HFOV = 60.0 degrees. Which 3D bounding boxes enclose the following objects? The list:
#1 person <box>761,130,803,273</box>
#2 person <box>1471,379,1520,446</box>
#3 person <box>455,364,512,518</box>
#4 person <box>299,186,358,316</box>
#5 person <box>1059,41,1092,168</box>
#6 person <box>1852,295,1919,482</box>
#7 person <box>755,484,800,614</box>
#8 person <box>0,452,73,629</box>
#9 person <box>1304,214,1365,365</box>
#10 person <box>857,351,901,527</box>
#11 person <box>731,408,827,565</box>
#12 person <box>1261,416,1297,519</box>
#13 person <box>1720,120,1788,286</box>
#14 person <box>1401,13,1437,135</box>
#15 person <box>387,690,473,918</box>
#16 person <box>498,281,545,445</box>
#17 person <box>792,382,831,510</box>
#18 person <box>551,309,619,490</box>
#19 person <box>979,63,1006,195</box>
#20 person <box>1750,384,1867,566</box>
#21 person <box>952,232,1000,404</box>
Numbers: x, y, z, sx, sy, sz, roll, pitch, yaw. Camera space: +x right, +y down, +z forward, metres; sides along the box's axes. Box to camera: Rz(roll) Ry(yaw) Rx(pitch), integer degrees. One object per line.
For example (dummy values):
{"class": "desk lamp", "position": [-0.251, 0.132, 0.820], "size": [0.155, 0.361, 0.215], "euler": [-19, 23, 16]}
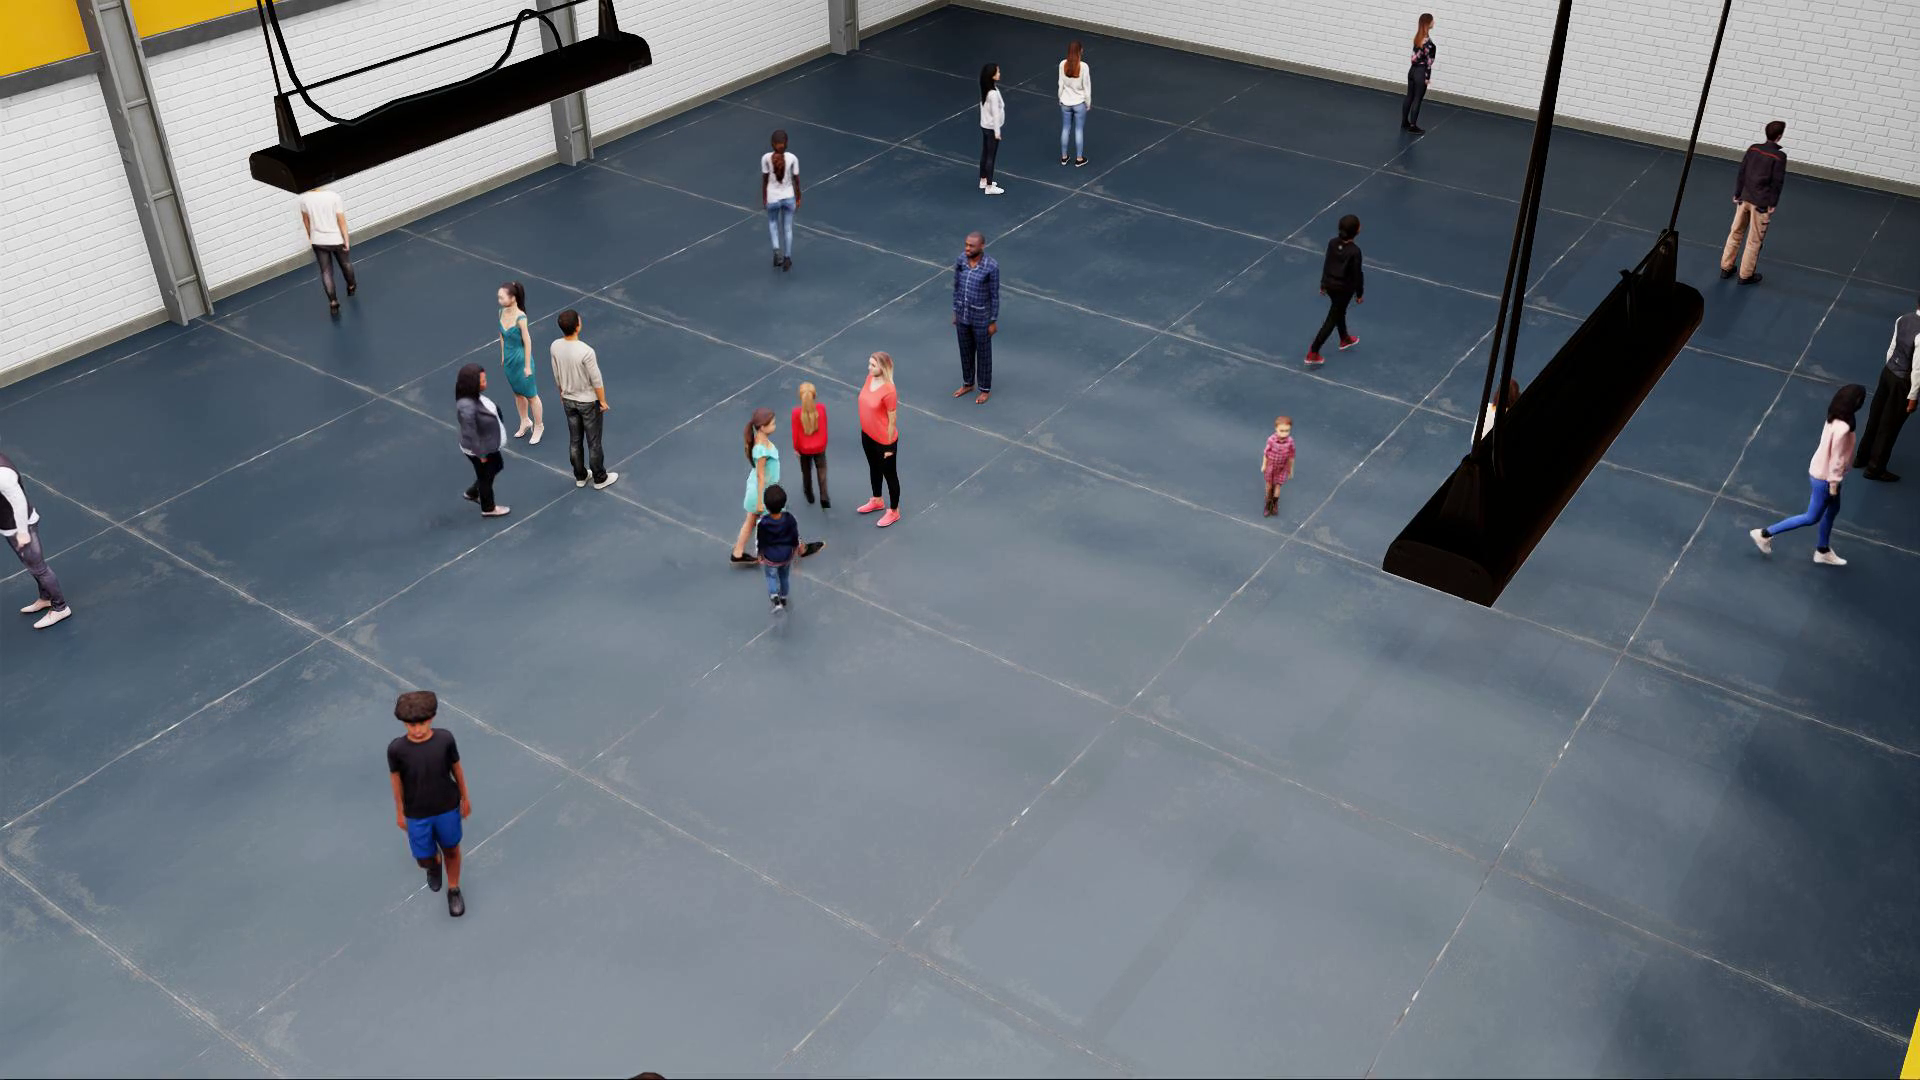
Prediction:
{"class": "person", "position": [-2.098, -3.949, 19.504], "size": [0.744, 1.715, 0.796], "euler": [-3, 34, -5]}
{"class": "person", "position": [4.677, -0.667, 14.596], "size": [0.614, 1.683, 0.535], "euler": [23, 40, 30]}
{"class": "person", "position": [-4.409, -0.874, 14.995], "size": [0.929, 1.586, 0.871], "euler": [-9, 35, -13]}
{"class": "person", "position": [-7.107, -3.346, 18.624], "size": [1.070, 1.685, 1.096], "euler": [-7, 34, -10]}
{"class": "person", "position": [1.543, -5.900, 22.461], "size": [0.648, 1.692, 0.594], "euler": [15, 36, 21]}
{"class": "person", "position": [8.818, -1.473, 15.596], "size": [0.838, 1.919, 0.743], "euler": [-1, 34, -2]}
{"class": "person", "position": [-1.518, 0.106, 13.857], "size": [0.697, 1.213, 0.754], "euler": [-7, 34, -11]}
{"class": "person", "position": [-7.736, -0.114, 13.639], "size": [0.663, 1.822, 0.742], "euler": [-26, 42, -34]}
{"class": "person", "position": [3.954, -2.601, 17.553], "size": [1.183, 1.631, 0.878], "euler": [-21, 39, -28]}
{"class": "person", "position": [-0.711, -0.934, 14.988], "size": [0.621, 1.694, 0.649], "euler": [-24, 40, -31]}
{"class": "person", "position": [-1.779, -0.418, 14.379], "size": [1.093, 1.508, 1.018], "euler": [-6, 34, -8]}
{"class": "person", "position": [2.925, -0.717, 15.274], "size": [0.515, 1.016, 0.557], "euler": [3, 34, 5]}
{"class": "person", "position": [9.220, -3.924, 19.277], "size": [0.746, 1.925, 0.776], "euler": [-20, 39, -28]}
{"class": "person", "position": [6.492, -6.605, 23.531], "size": [0.683, 1.681, 0.646], "euler": [-10, 35, -14]}
{"class": "person", "position": [-3.497, 1.683, 10.965], "size": [0.841, 1.789, 0.886], "euler": [-12, 36, -18]}
{"class": "person", "position": [-4.290, -1.731, 16.188], "size": [0.557, 1.692, 0.484], "euler": [23, 40, 31]}
{"class": "person", "position": [-1.338, -0.835, 15.222], "size": [0.752, 1.270, 0.802], "euler": [-7, 34, -11]}
{"class": "person", "position": [-3.521, -1.301, 15.433], "size": [0.699, 1.812, 0.637], "euler": [12, 35, 17]}
{"class": "person", "position": [0.398, -5.376, 21.665], "size": [0.738, 1.700, 0.700], "euler": [-10, 35, -14]}
{"class": "person", "position": [7.397, -0.545, 14.356], "size": [0.796, 1.746, 1.017], "euler": [16, 37, 23]}
{"class": "person", "position": [0.156, -2.279, 16.893], "size": [0.679, 1.824, 0.607], "euler": [19, 38, 26]}
